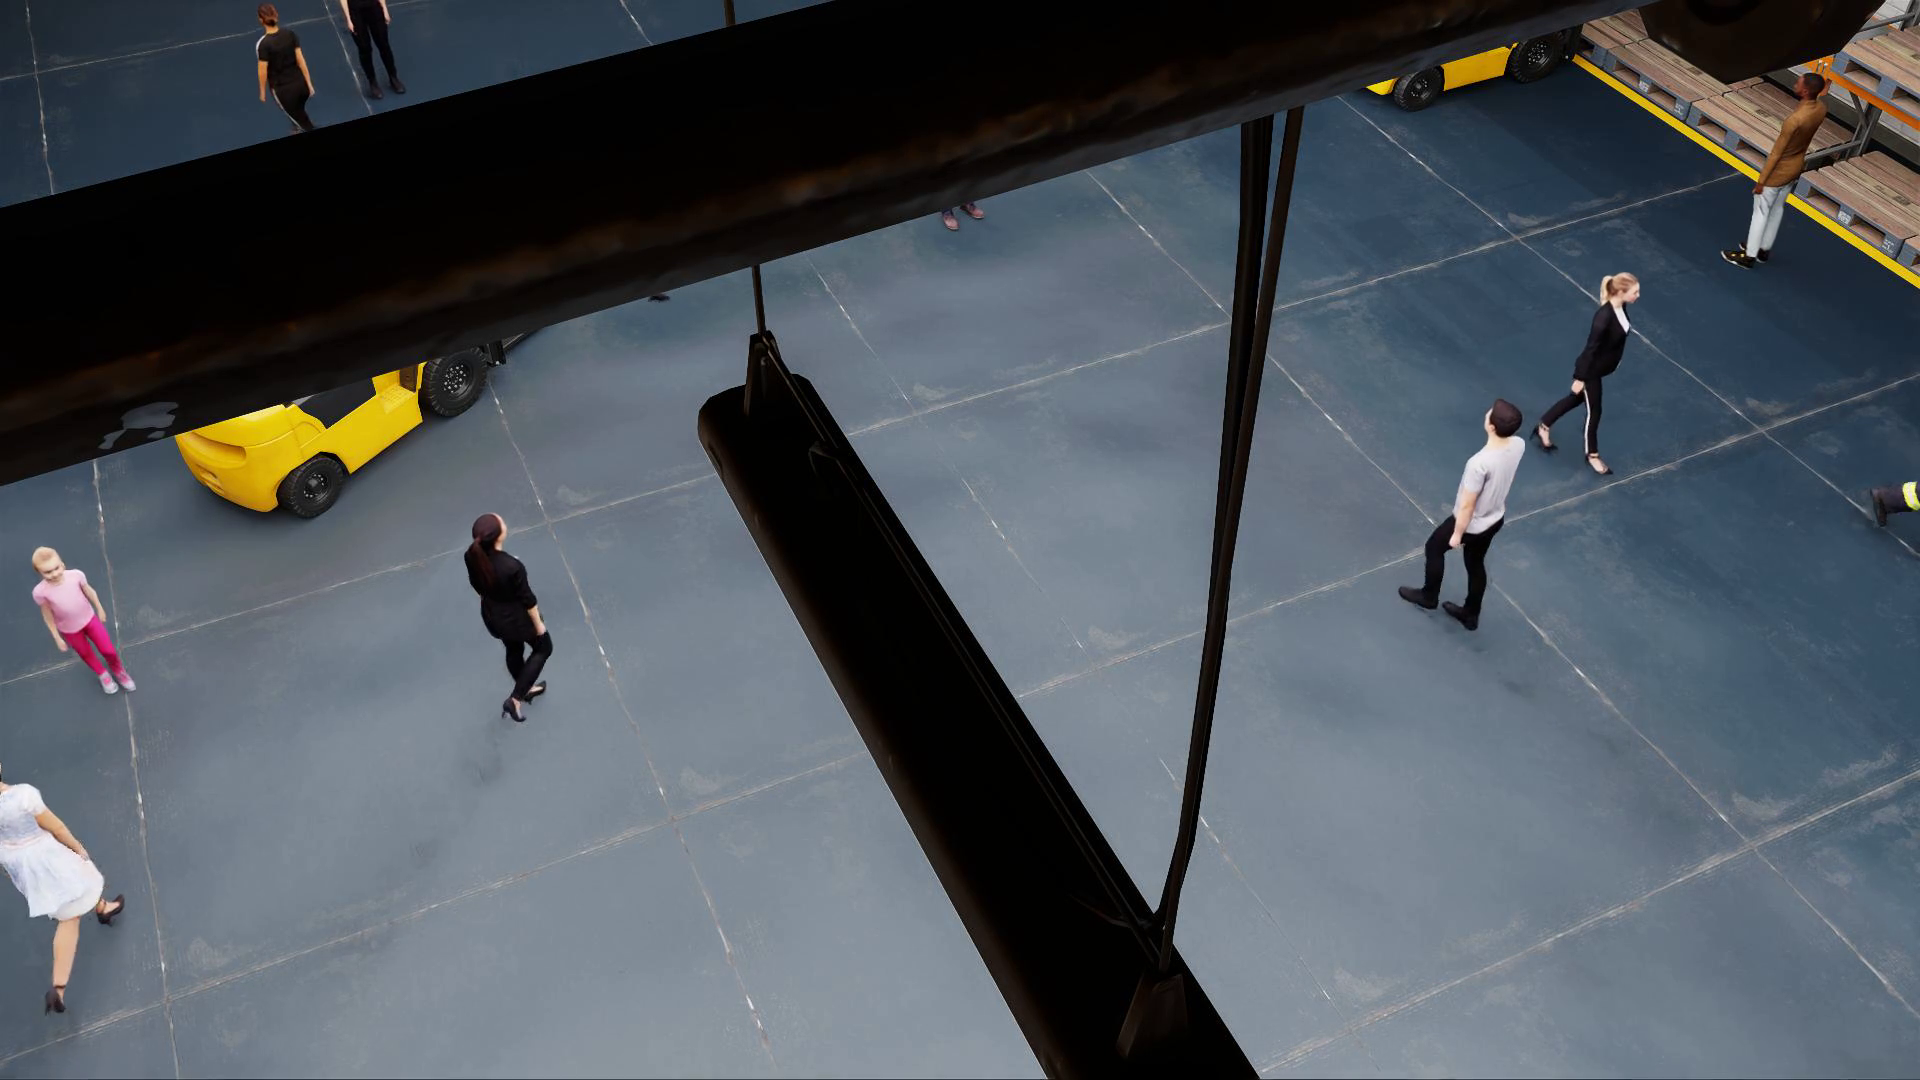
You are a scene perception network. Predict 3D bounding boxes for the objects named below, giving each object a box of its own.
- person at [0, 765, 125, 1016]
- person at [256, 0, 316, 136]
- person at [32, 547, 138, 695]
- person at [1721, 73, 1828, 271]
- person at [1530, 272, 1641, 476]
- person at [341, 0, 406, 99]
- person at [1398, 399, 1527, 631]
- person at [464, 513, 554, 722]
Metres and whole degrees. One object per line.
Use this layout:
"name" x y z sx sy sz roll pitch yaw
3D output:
"person" -4.981 1.817 9.006 0.998 1.786 1.254 1 44 1
"person" -6.122 -4.113 15.344 1.162 1.630 0.988 23 48 23
"person" -5.747 0.492 10.776 0.543 1.262 0.576 -28 50 -26
"person" 7.023 -3.141 14.189 0.667 1.816 0.597 -25 49 -24
"person" 4.627 -1.280 12.337 1.030 1.676 0.904 26 49 24
"person" -5.903 -5.212 16.455 0.610 1.688 0.595 -26 49 -25
"person" 3.462 -0.085 10.959 0.770 1.846 0.858 -26 49 -24
"person" -2.858 0.544 10.441 0.828 1.650 0.882 18 47 18
